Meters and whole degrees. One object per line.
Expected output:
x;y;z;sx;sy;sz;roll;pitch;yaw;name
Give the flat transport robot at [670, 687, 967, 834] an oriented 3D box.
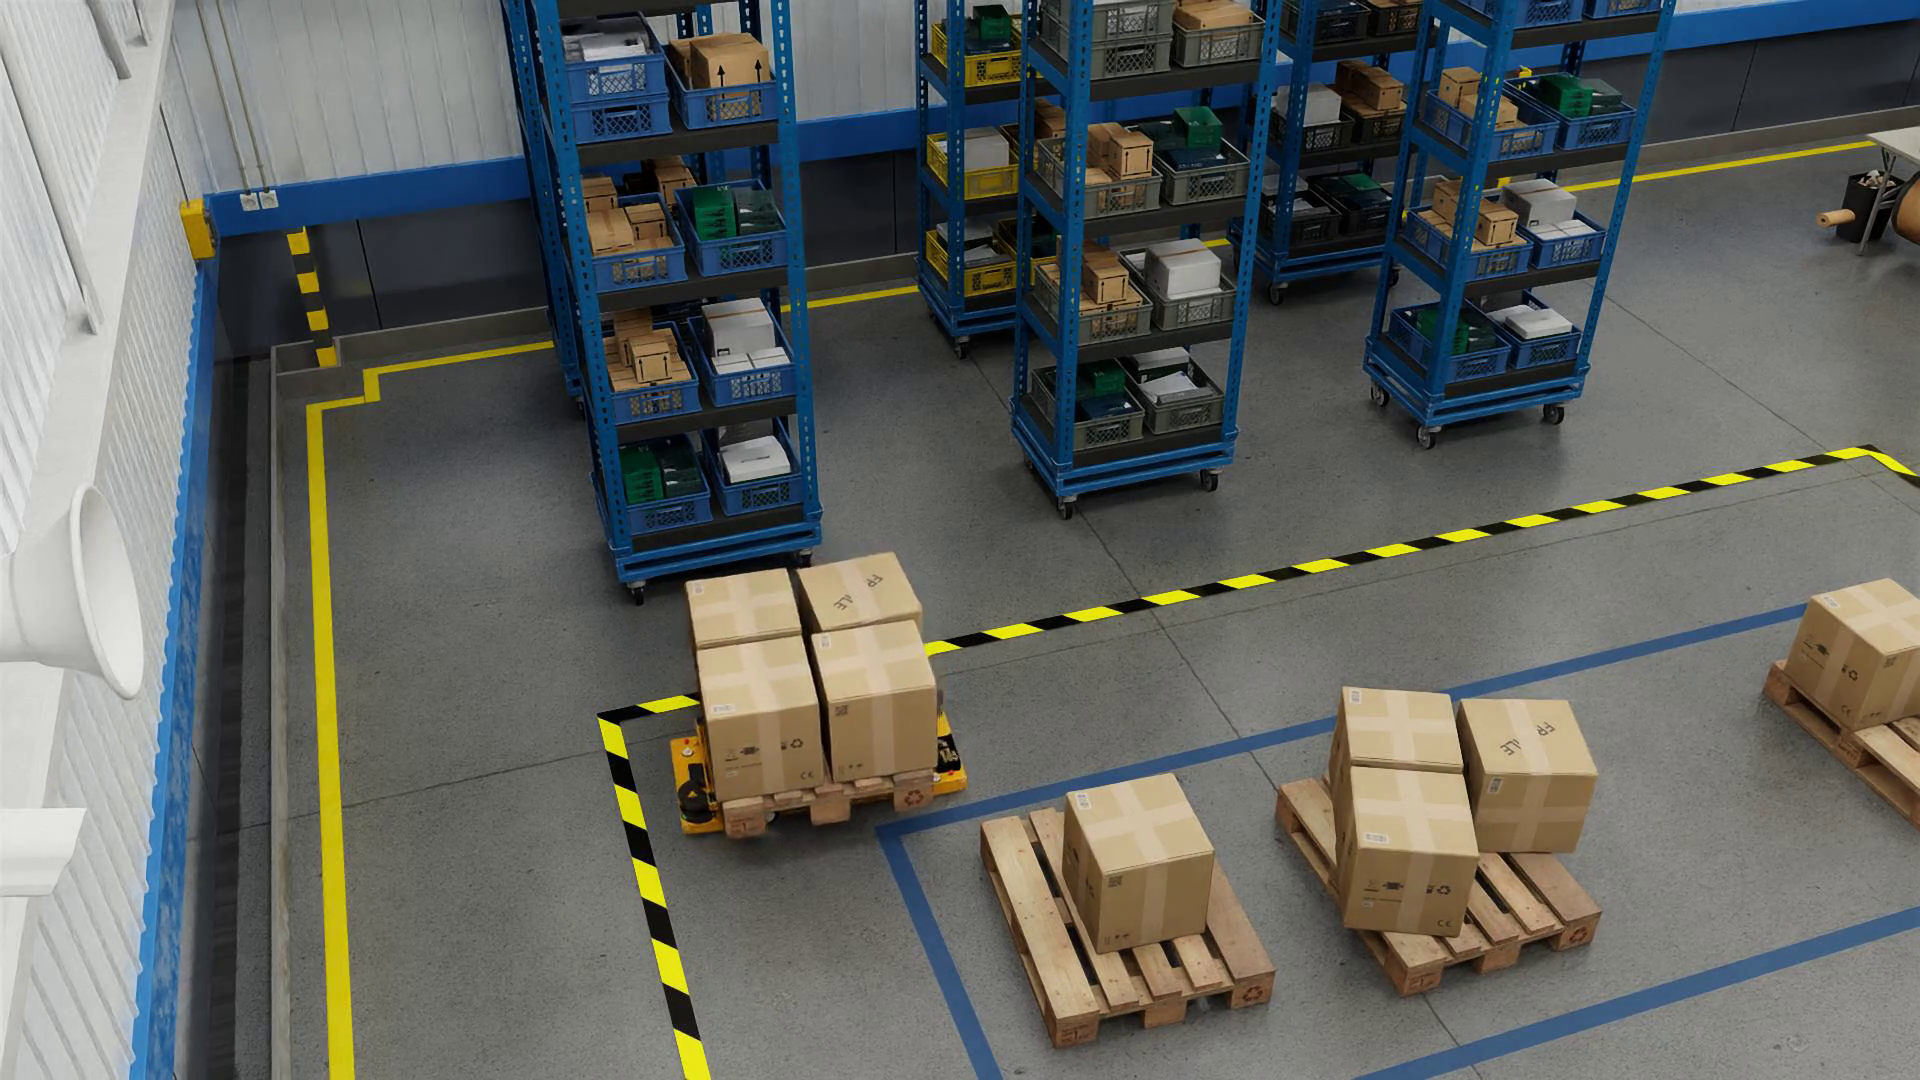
-0.733;1.097;8.476;1.431;0.197;0.652;-8;36;-11;flat transport robot
